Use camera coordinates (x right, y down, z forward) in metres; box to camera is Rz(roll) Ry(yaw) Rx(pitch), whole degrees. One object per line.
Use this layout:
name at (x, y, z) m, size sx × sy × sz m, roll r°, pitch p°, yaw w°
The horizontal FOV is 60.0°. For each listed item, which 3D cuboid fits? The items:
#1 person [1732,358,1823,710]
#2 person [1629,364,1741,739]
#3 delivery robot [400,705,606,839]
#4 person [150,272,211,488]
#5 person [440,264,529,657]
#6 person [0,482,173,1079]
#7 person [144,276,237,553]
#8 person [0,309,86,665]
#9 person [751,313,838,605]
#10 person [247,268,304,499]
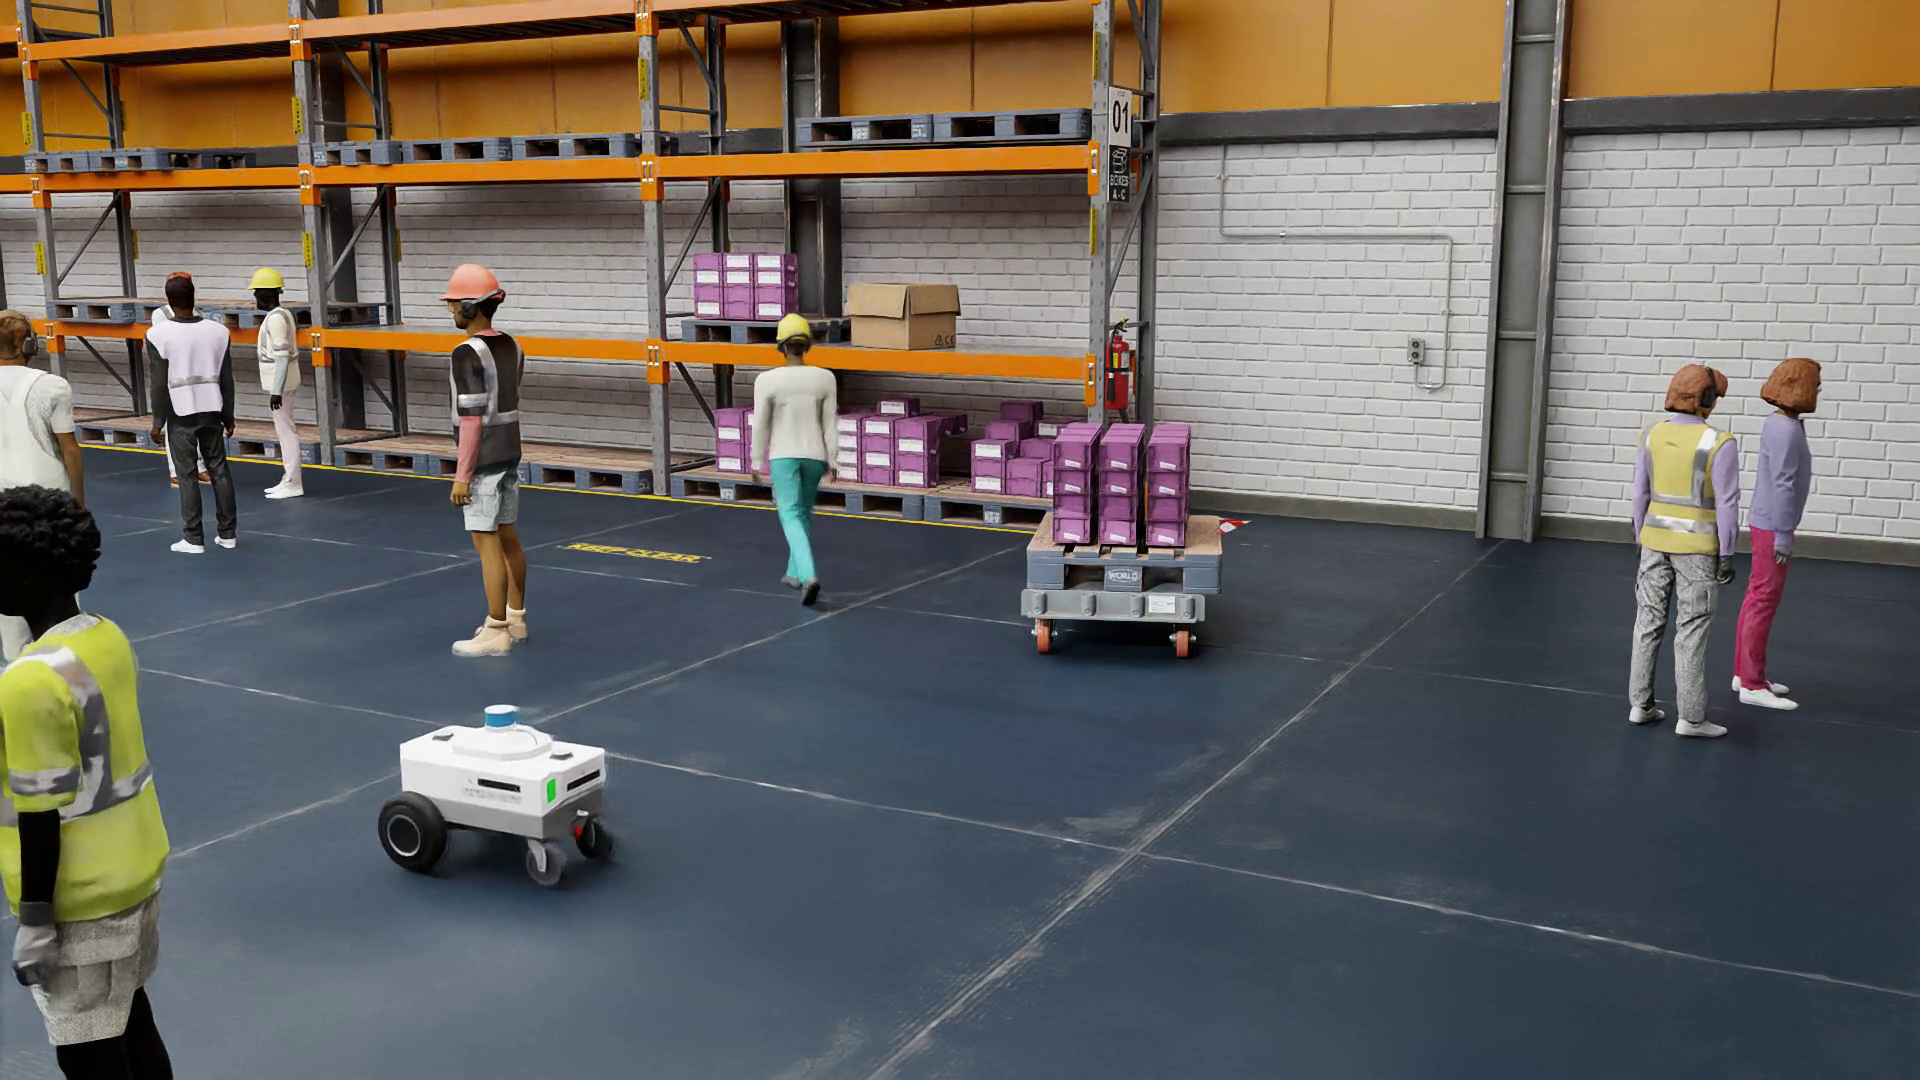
person at (3.840, -0.039, 7.804) m, size 0.279 × 1.632 × 0.502 m, roll 4°, pitch 11°, yaw 21°
person at (3.171, 0.049, 7.306) m, size 0.310 × 1.640 × 0.514 m, roll -6°, pitch 12°, yaw -29°
delivery robot at (-1.592, 0.819, 5.801) m, size 0.707 × 0.478 × 0.477 m, roll 5°, pitch 11°, yaw 24°
person at (-6.786, -1.400, 14.579) m, size 0.353 × 1.883 × 0.572 m, roll 3°, pitch 11°, yaw 15°
person at (-2.496, -0.409, 8.707) m, size 0.372 × 2.044 × 0.607 m, roll 1°, pitch 10°, yaw 8°
person at (-1.839, 0.722, 3.483) m, size 0.319 × 1.690 × 0.530 m, roll -2°, pitch 11°, yaw -13°
person at (-5.318, -0.866, 11.560) m, size 0.370 × 1.915 × 0.596 m, roll 8°, pitch 13°, yaw 37°
person at (-4.491, -0.186, 8.035) m, size 0.507 × 1.844 × 0.345 m, roll -2°, pitch 11°, yaw -12°
person at (-0.973, -0.496, 10.036) m, size 0.529 × 1.736 × 0.843 m, roll -5°, pitch 11°, yaw -25°
person at (-5.729, -1.309, 13.958) m, size 0.367 × 1.927 × 0.590 m, roll -4°, pitch 11°, yaw -21°
